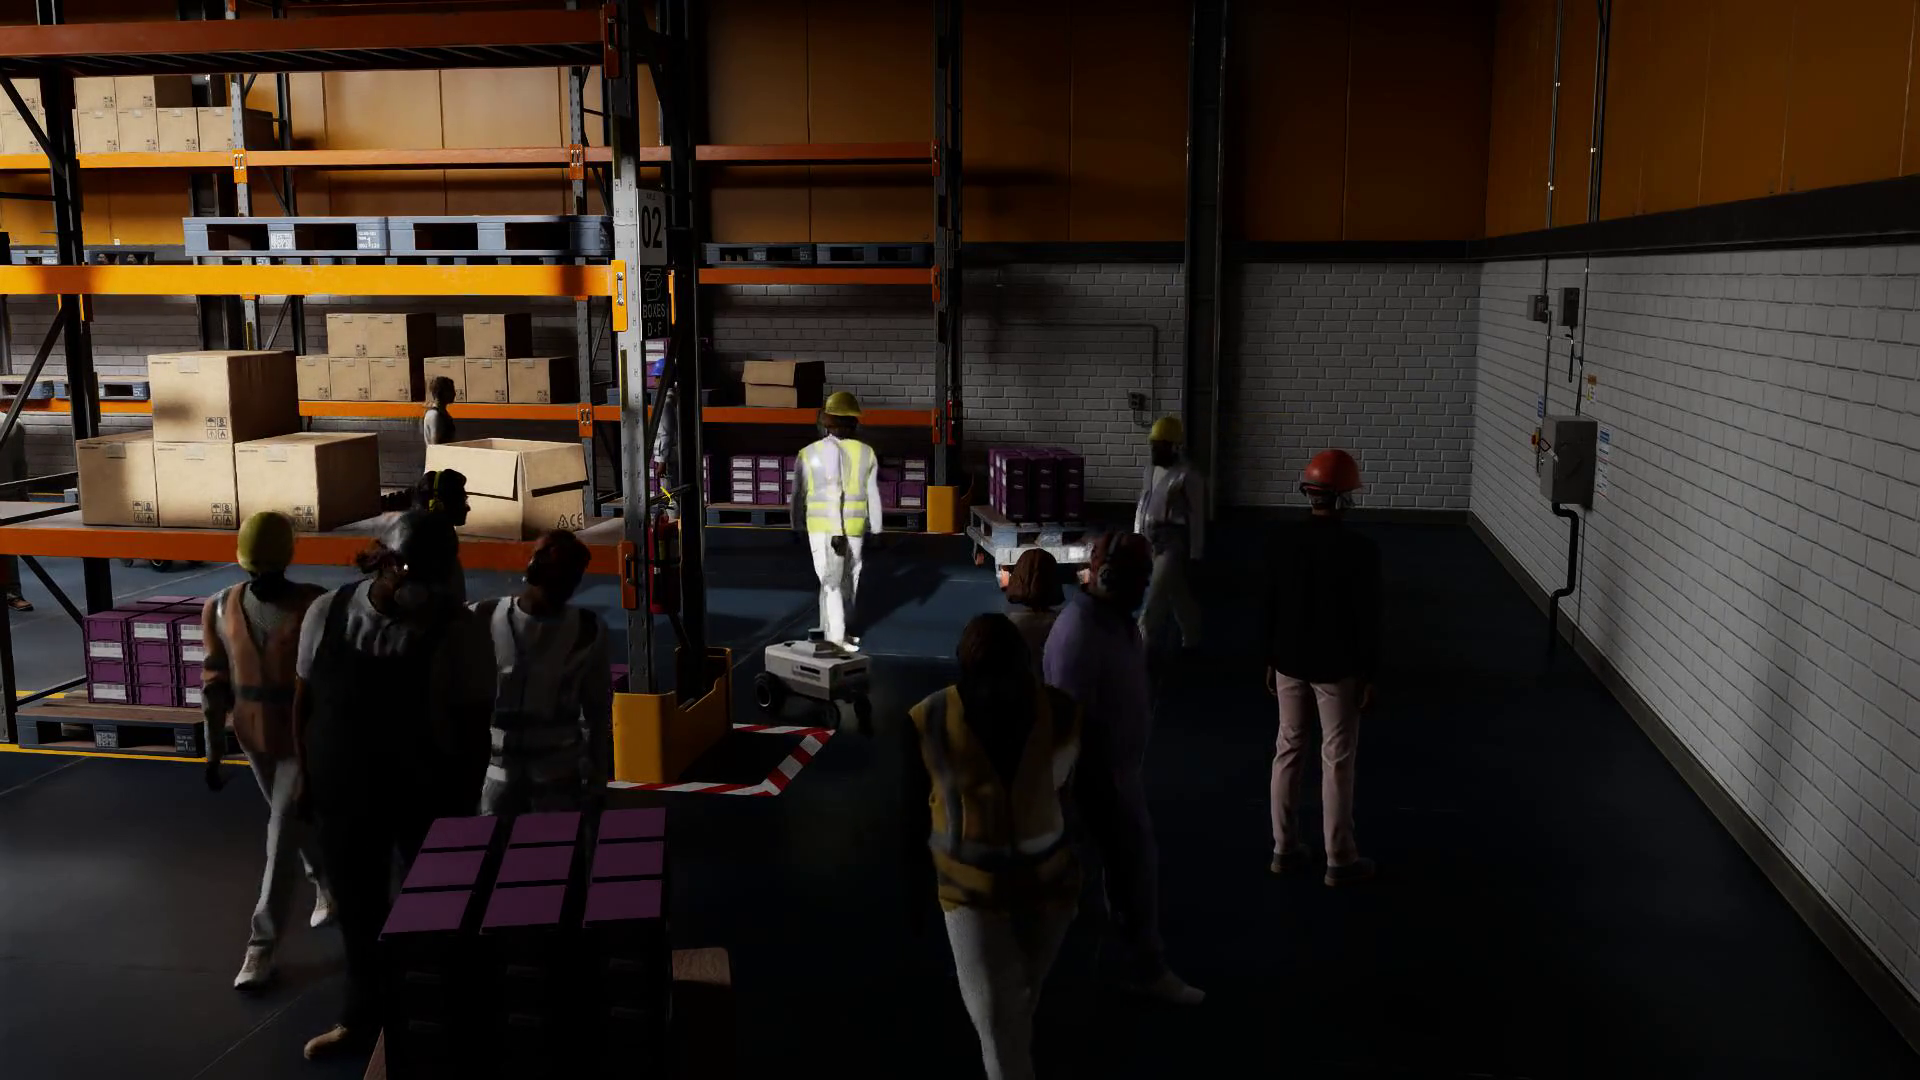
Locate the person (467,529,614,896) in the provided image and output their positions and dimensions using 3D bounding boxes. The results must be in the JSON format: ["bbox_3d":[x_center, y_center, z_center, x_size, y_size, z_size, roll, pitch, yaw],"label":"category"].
[{"bbox_3d":[-1.636,0.876,6.261,0.684,1.854,0.346,-1,9,-3],"label":"person"}]

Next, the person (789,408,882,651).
[{"bbox_3d":[-0.949,-0.104,12.475,0.654,1.791,0.931,-3,10,-17],"label":"person"}]

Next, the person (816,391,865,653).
[{"bbox_3d":[-0.886,-0.138,12.293,0.384,1.925,0.593,0,9,-1],"label":"person"}]

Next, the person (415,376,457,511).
[{"bbox_3d":[-4.966,-0.682,16.072,0.990,1.792,0.531,-1,9,-4],"label":"person"}]

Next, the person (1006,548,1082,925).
[{"bbox_3d":[0.325,0.846,7.093,0.507,1.632,0.268,-2,9,-12],"label":"person"}]

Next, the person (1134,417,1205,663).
[{"bbox_3d":[1.396,0.027,11.704,0.913,1.780,0.617,-4,10,-25],"label":"person"}]

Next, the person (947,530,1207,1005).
[{"bbox_3d":[0.430,0.861,6.322,0.957,1.858,0.666,4,10,23],"label":"person"}]

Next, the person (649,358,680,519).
[{"bbox_3d":[-2.869,-0.824,16.482,0.385,1.948,0.603,0,9,3],"label":"person"}]

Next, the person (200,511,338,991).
[{"bbox_3d":[-2.750,0.783,6.779,0.591,1.868,0.992,1,9,6],"label":"person"}]

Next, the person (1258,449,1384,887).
[{"bbox_3d":[1.662,0.578,7.640,0.612,1.994,0.395,8,12,42],"label":"person"}]

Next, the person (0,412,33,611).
[{"bbox_3d":[-7.904,-0.349,13.567,0.370,1.939,0.631,7,11,36],"label":"person"}]

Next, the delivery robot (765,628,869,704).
[{"bbox_3d":[-0.897,0.798,10.442,0.707,0.478,0.477,9,12,43],"label":"delivery robot"}]

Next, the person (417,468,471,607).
[{"bbox_3d":[-2.461,0.585,7.983,0.311,1.869,0.533,-3,10,-16],"label":"person"}]

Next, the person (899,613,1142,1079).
[{"bbox_3d":[0.179,1.086,5.179,0.724,1.783,0.984,-1,9,-7],"label":"person"}]

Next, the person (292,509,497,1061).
[{"bbox_3d":[-1.985,0.848,5.822,0.776,2.000,0.534,1,9,7],"label":"person"}]
